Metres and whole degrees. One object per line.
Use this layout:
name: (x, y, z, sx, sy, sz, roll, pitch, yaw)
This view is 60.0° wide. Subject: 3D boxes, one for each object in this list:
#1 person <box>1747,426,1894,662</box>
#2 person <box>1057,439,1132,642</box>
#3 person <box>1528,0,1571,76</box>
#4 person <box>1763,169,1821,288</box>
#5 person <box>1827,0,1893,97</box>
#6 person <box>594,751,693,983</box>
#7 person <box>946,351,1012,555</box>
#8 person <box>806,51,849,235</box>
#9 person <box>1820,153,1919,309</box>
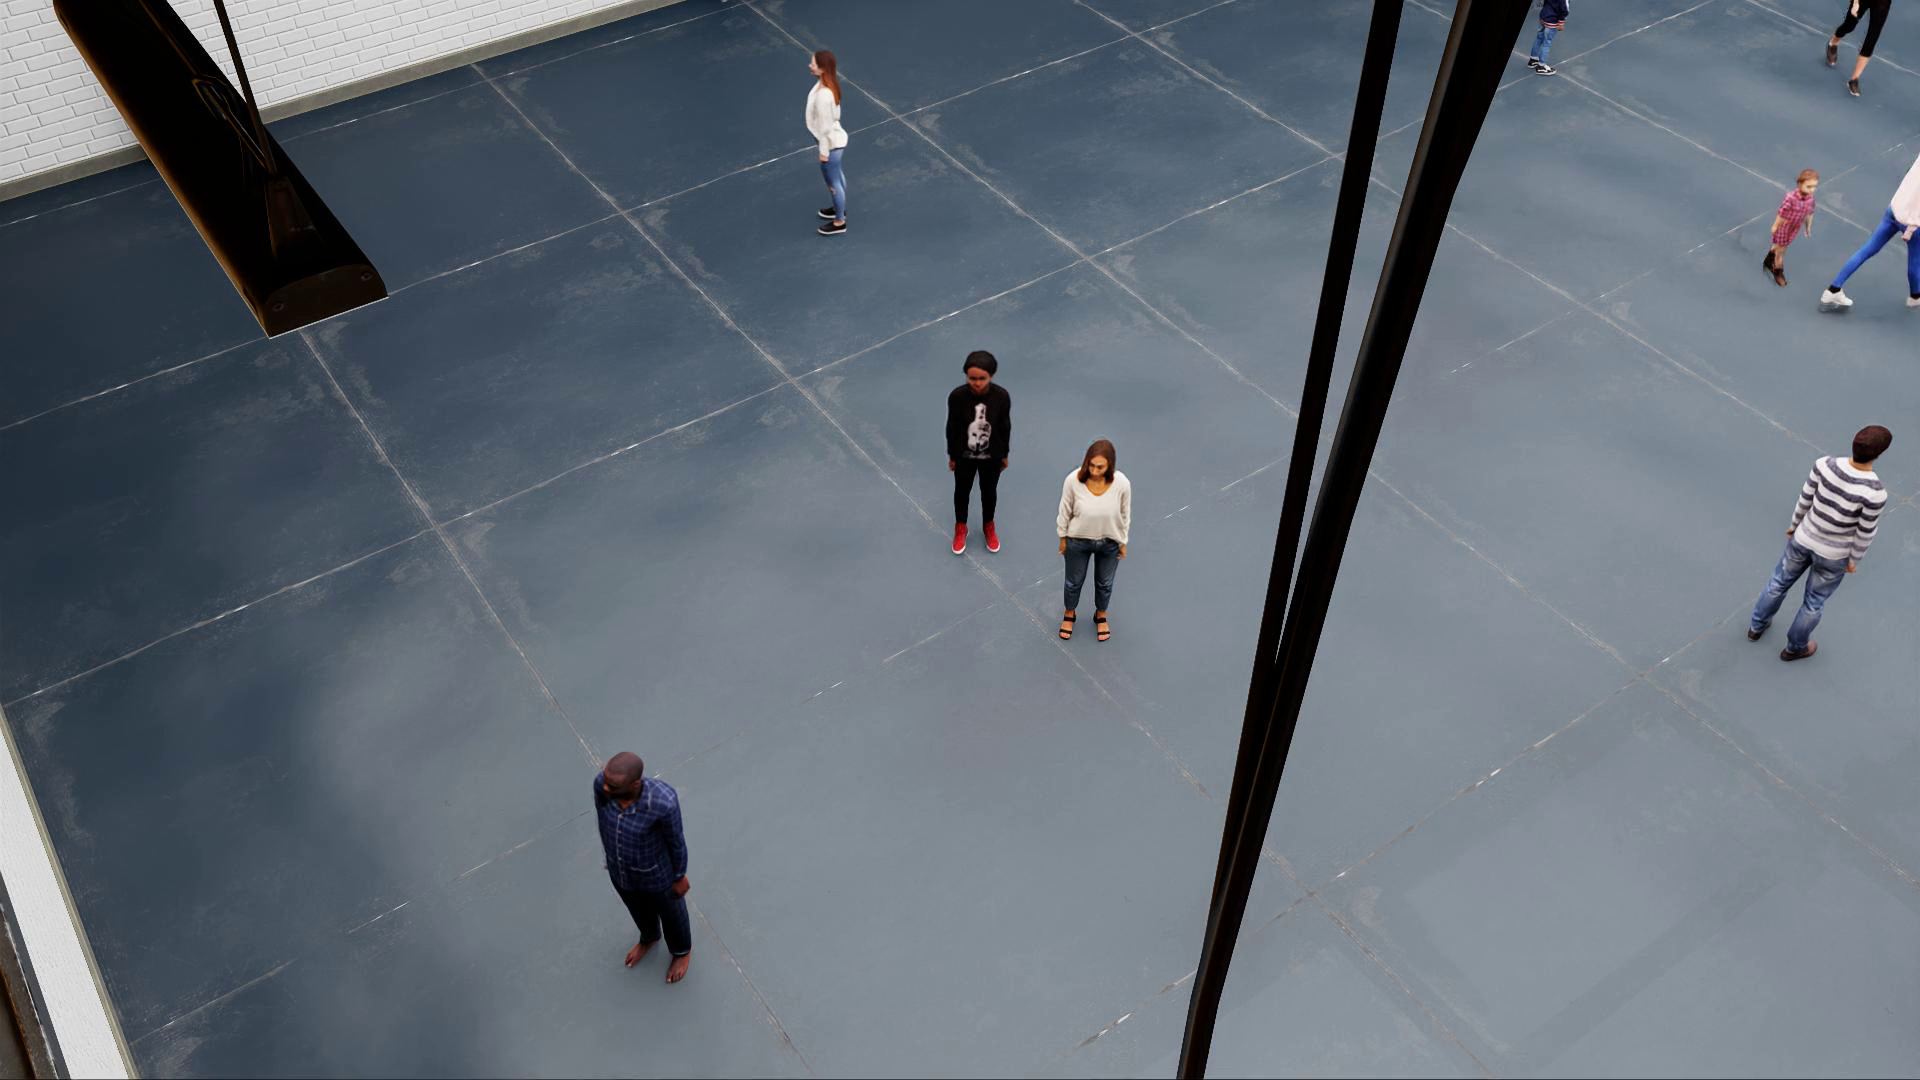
person: (5.504, 0.014, 10.610, 0.521, 1.855, 0.646, -27, 50, -26)
person: (0.869, -0.010, 10.762, 0.681, 1.680, 0.763, 3, 44, 3)
person: (5.913, -5.261, 16.606, 0.586, 1.221, 0.581, -10, 44, -10)
person: (7.017, -2.711, 14.084, 0.639, 1.009, 0.646, -6, 44, -6)
person: (8.931, -5.329, 16.335, 1.077, 1.693, 1.123, 6, 44, 7)
person: (-1.675, 1.707, 8.855, 0.768, 1.825, 0.775, 18, 47, 18)
person: (0.123, -0.613, 11.400, 0.646, 1.674, 0.740, -1, 44, -1)
person: (-1.121, -3.436, 14.350, 0.745, 1.691, 0.706, 2, 44, 3)
person: (7.549, -2.569, 13.434, 1.285, 1.699, 1.107, 0, 44, 0)
